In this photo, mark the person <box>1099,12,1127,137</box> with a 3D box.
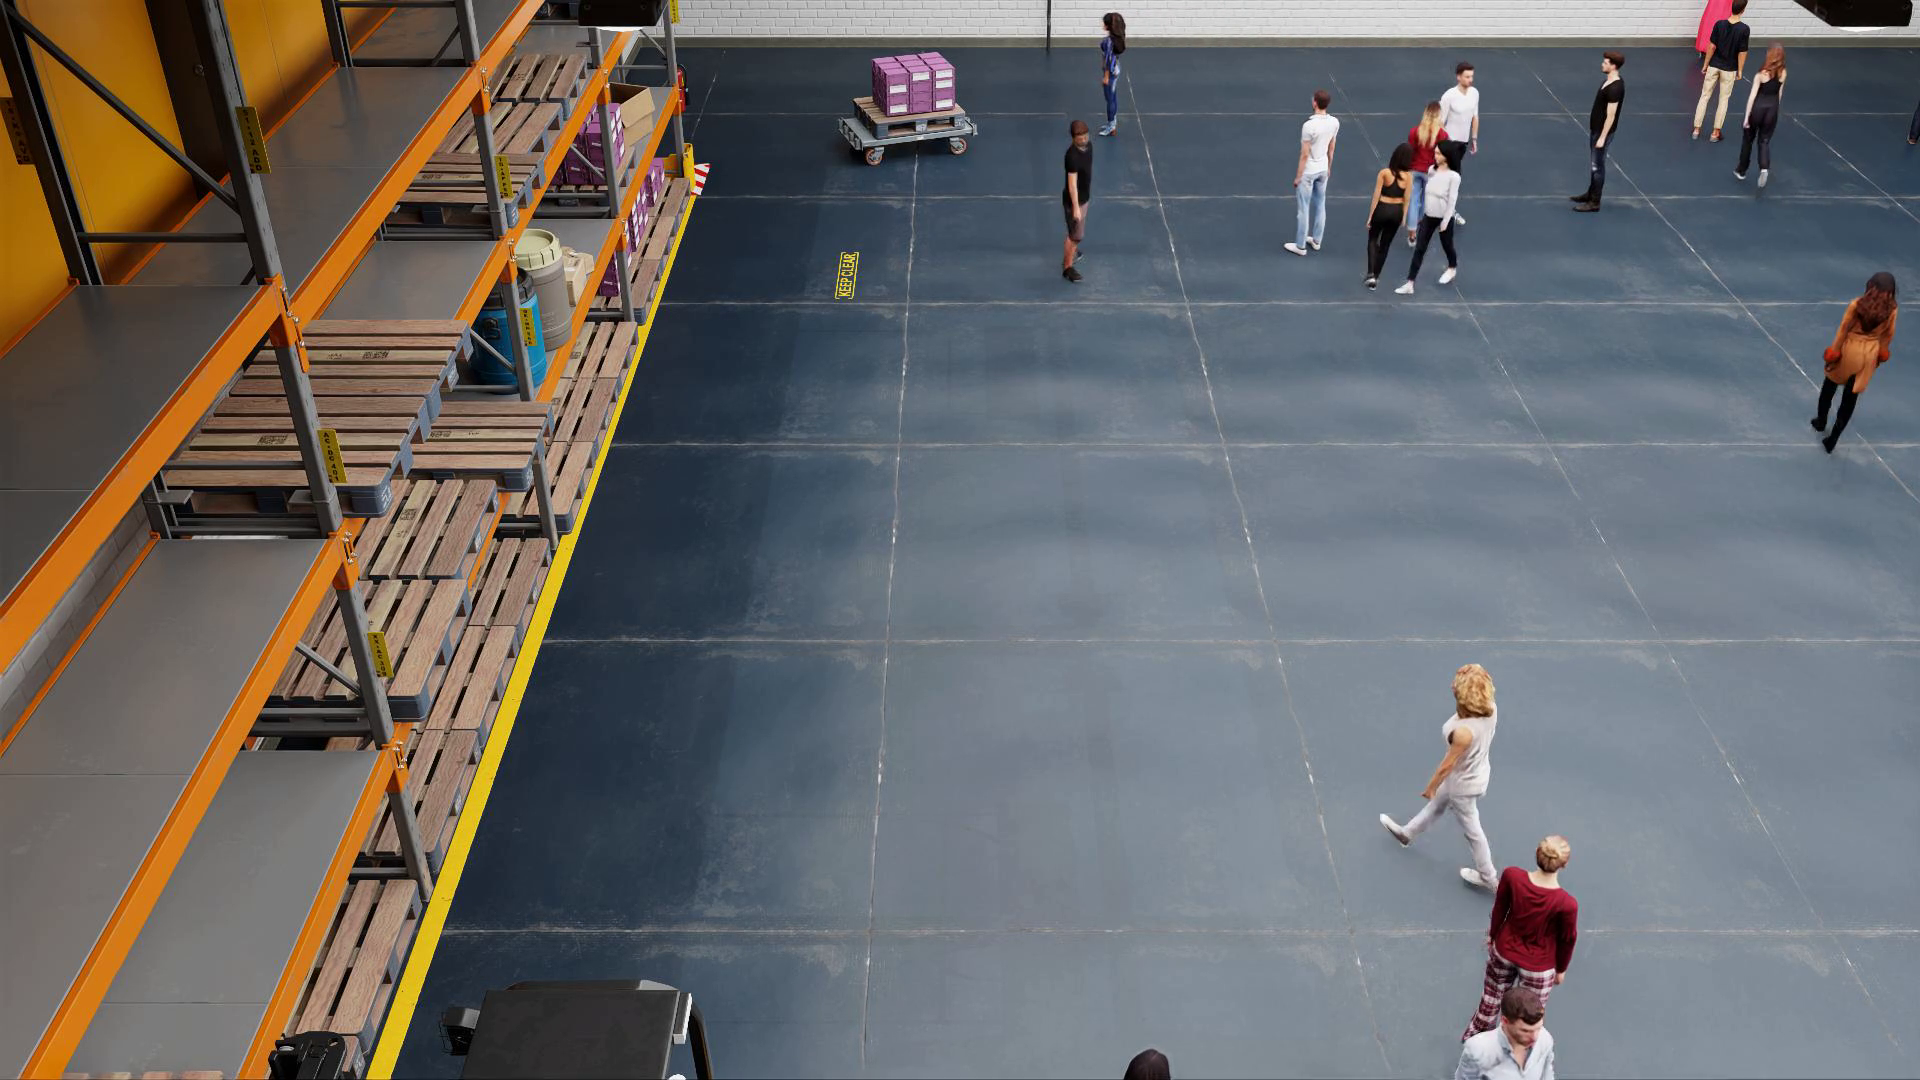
[{"bbox_3d":[1.978,-6.114,21.775,0.718,1.624,0.572,9,35,13],"label":"person"}]

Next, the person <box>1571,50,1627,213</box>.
[{"bbox_3d":[7.569,-4.810,19.568,0.792,1.894,0.571,7,34,11],"label":"person"}]

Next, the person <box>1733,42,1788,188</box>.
[{"bbox_3d":[9.781,-5.130,20.207,0.606,1.720,1.019,2,34,3],"label":"person"}]

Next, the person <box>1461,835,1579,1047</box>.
[{"bbox_3d":[3.090,2.261,9.107,0.685,1.698,0.725,25,41,32],"label":"person"}]

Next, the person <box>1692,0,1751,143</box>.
[{"bbox_3d":[9.883,-6.110,21.557,0.717,1.858,0.729,21,39,29],"label":"person"}]

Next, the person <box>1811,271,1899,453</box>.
[{"bbox_3d":[8.001,-1.553,14.839,0.840,1.706,0.900,9,35,14],"label":"person"}]

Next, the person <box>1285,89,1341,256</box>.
[{"bbox_3d":[3.946,-4.105,18.546,0.732,1.851,0.736,-20,38,-27],"label":"person"}]

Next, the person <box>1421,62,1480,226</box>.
[{"bbox_3d":[5.734,-4.690,19.449,1.025,1.828,1.289,-16,37,-23],"label":"person"}]

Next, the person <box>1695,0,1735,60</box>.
[{"bbox_3d":[11.179,-7.918,24.395,0.773,1.727,0.678,-19,38,-26],"label":"person"}]

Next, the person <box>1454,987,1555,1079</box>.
[{"bbox_3d":[2.560,2.804,8.203,0.977,1.796,1.292,-12,36,-18],"label":"person"}]

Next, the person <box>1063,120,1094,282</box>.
[{"bbox_3d":[1.253,-3.706,17.975,1.053,1.820,0.644,3,34,5],"label":"person"}]

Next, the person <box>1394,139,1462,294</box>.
[{"bbox_3d":[5.171,-3.435,17.718,1.126,1.653,1.137,-24,40,-32],"label":"person"}]

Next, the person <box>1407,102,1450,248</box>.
[{"bbox_3d":[5.216,-4.085,18.758,0.785,1.584,1.090,8,34,12],"label":"person"}]

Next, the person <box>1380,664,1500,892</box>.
[{"bbox_3d":[3.198,1.525,10.287,1.072,1.619,1.103,23,40,30],"label":"person"}]

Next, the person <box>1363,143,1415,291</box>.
[{"bbox_3d":[4.550,-3.394,17.686,0.612,1.620,0.641,3,34,4],"label":"person"}]
